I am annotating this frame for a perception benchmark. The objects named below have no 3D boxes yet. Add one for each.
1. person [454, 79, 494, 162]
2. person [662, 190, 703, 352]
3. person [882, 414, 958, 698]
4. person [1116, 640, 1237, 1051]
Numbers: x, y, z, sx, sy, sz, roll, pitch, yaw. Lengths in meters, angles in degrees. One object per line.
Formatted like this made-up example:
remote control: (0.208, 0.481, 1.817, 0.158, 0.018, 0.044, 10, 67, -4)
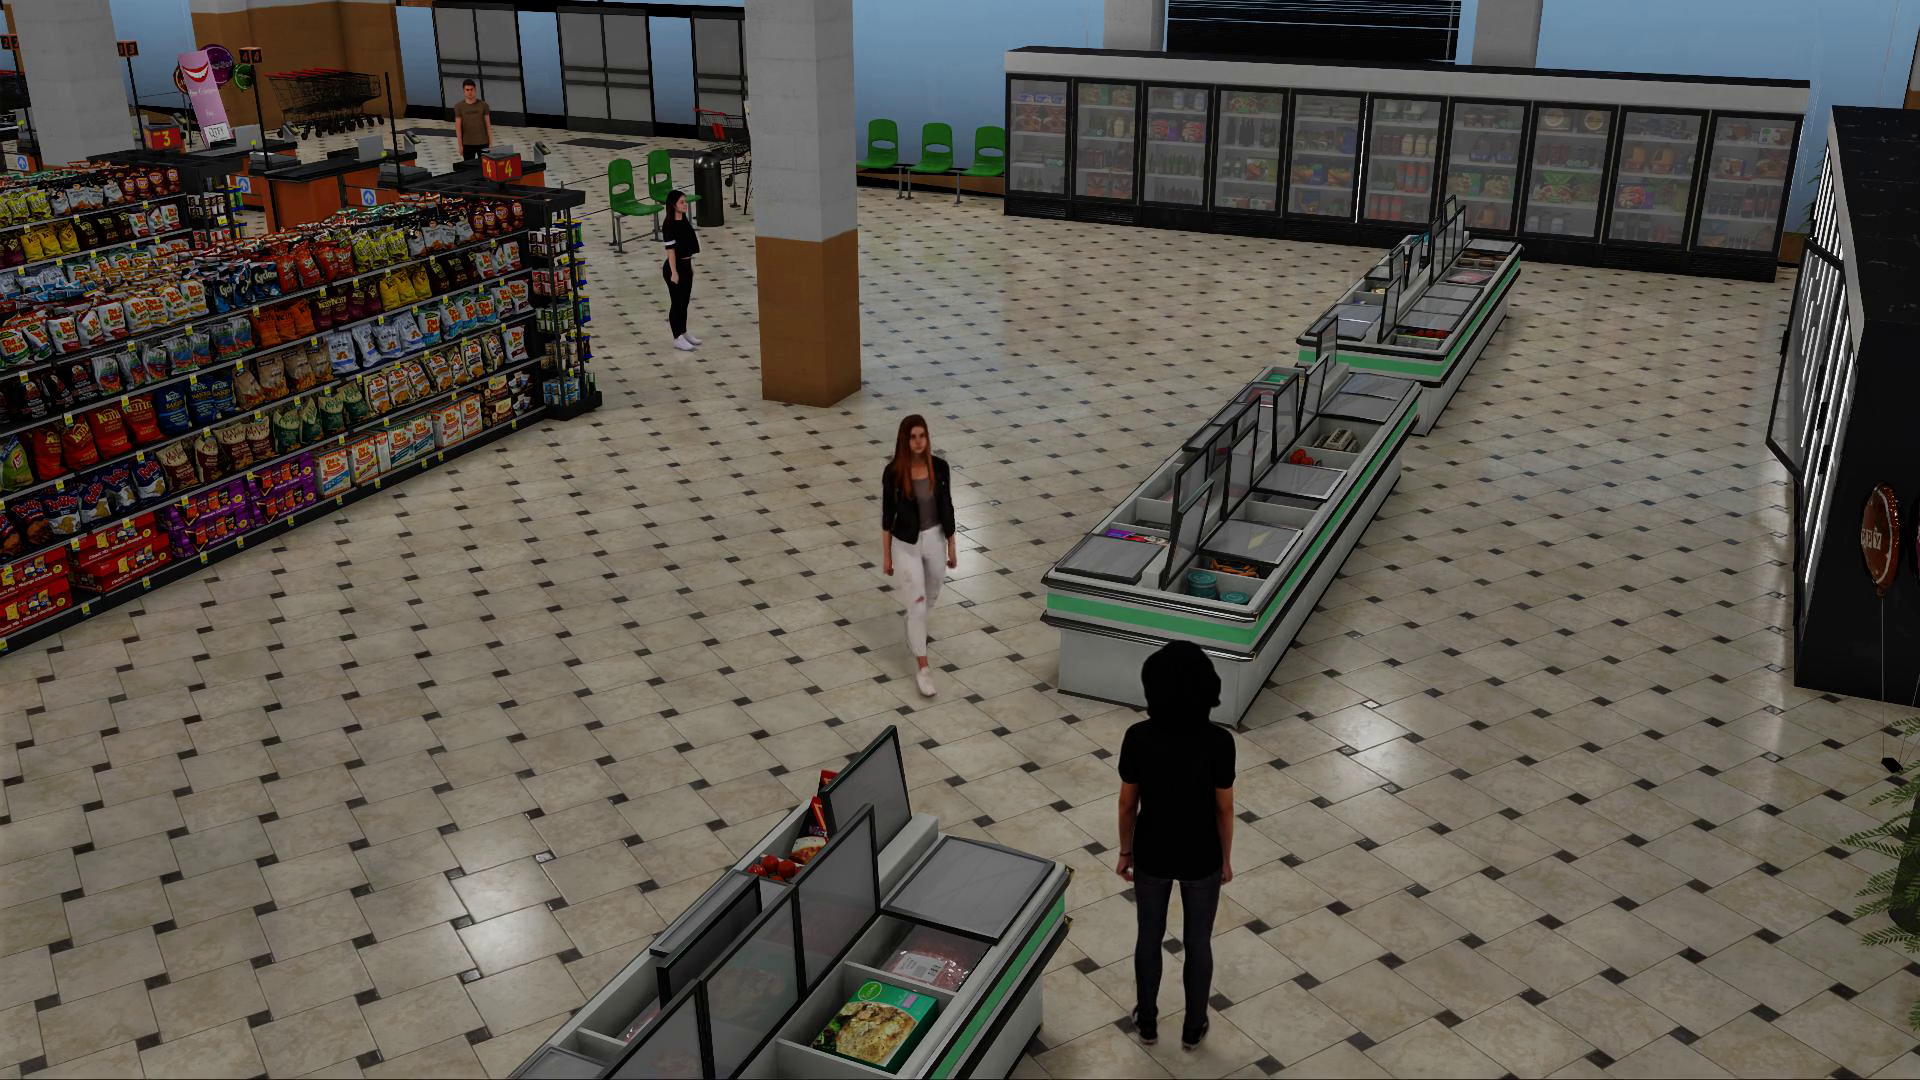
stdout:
person: (-7.111, -5.815, 24.414, 0.732, 1.851, 0.809, -9, 24, -22)
person: (-2.902, -2.798, 17.190, 0.699, 1.639, 0.566, 6, 23, 15)
person: (-0.258, 0.042, 10.076, 1.041, 1.674, 1.121, -7, 23, -17)
person: (0.884, 1.273, 6.808, 0.682, 1.826, 0.603, 5, 22, 12)
